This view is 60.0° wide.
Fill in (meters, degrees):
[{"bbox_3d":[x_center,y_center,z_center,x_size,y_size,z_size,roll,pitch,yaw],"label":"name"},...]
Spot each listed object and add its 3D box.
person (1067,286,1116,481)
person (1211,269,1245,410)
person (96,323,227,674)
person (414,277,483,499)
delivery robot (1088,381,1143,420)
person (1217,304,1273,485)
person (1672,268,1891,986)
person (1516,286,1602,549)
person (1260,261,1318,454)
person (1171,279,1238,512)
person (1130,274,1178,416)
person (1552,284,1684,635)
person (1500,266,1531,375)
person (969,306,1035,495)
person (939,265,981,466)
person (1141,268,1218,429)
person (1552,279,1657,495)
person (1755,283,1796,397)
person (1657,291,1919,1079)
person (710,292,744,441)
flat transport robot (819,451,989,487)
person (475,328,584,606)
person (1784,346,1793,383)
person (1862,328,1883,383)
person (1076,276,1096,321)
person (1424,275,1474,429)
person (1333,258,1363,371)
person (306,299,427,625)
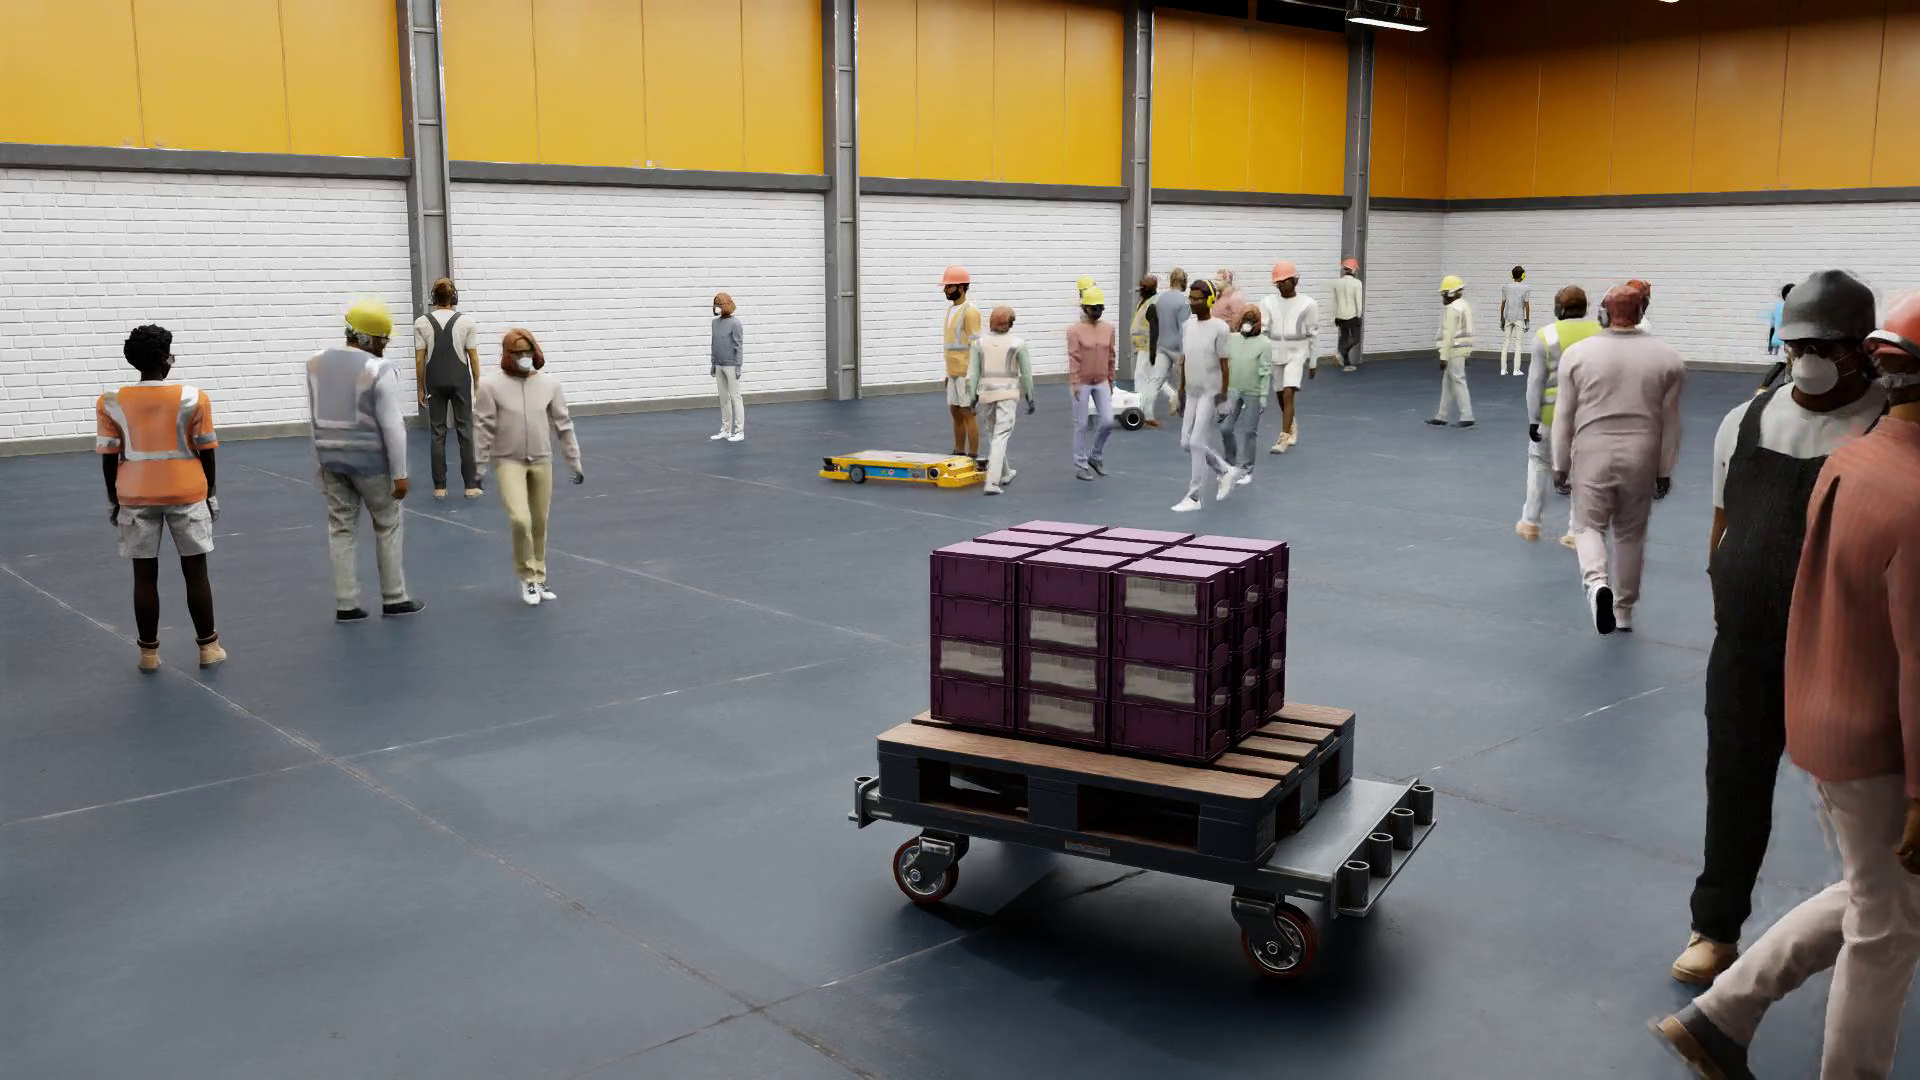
[{"bbox_3d":[1.191,-1.400,14.974,0.522,1.751,0.394,-4,10,-22],"label":"person"},{"bbox_3d":[3.478,-2.603,21.743,1.006,1.860,0.648,-2,10,-10],"label":"person"},{"bbox_3d":[-3.874,-0.196,8.082,0.535,1.699,0.322,-3,10,-17],"label":"person"},{"bbox_3d":[-4.263,-1.258,13.873,0.508,1.844,0.336,-2,10,-9],"label":"person"},{"bbox_3d":[1.771,-1.618,19.481,0.707,0.478,0.477,0,10,0],"label":"delivery robot"},{"bbox_3d":[2.529,-1.272,14.648,0.517,1.604,0.409,7,12,36],"label":"person"},{"bbox_3d":[2.470,0.204,4.746,0.964,2.000,0.688,-9,13,-42],"label":"person"},{"bbox_3d":[4.247,-0.867,11.696,0.642,1.812,0.822,0,10,1],"label":"person"},{"bbox_3d":[3.437,-1.919,17.371,0.599,1.994,1.063,5,11,27],"label":"person"},{"bbox_3d":[1.967,-1.152,13.251,0.649,1.847,0.542,-6,12,-33],"label":"person"},{"bbox_3d":[2.362,-2.330,20.277,0.681,1.805,0.656,0,10,1],"label":"person"},{"bbox_3d":[3.471,-0.404,8.800,0.640,1.884,0.699,2,10,11],"label":"person"},{"bbox_3d":[9.441,-3.724,28.296,0.510,1.858,0.323,7,12,37],"label":"person"},{"bbox_3d":[0.371,-1.207,14.321,0.547,1.588,0.886,5,11,25],"label":"person"},{"bbox_3d":[-0.015,-1.566,15.411,0.379,1.937,0.548,-4,11,-25],"label":"person"},{"bbox_3d":[2.559,-2.239,19.532,1.054,1.878,0.629,-6,11,-31],"label":"person"},{"bbox_3d":[5.491,-1.269,13.986,0.942,1.846,0.587,-3,10,-17],"label":"person"},{"bbox_3d":[11.370,-2.719,22.982,0.893,1.657,0.525,-2,10,-11],"label":"person"},{"bbox_3d":[1.941,0.438,3.579,0.533,1.974,0.637,2,10,12],"label":"person"},{"bbox_3d":[-2.559,-1.894,18.248,0.277,1.628,0.500,-9,13,-44],"label":"person"},{"bbox_3d":[-0.488,-0.650,14.919,1.431,0.197,0.652,5,11,27],"label":"flat transport robot"},{"bbox_3d":[-2.484,-0.417,9.619,0.615,1.605,0.508,-6,12,-33],"label":"person"},{"bbox_3d":[8.240,-1.623,16.025,0.514,1.851,0.531,6,11,30],"label":"person"},{"bbox_3d":[4.674,-0.306,8.757,0.933,1.692,0.491,-8,13,-39],"label":"person"},{"bbox_3d":[1.672,-2.573,21.836,0.334,1.759,0.523,0,10,1],"label":"person"},{"bbox_3d":[5.811,-2.210,19.595,0.523,1.825,0.617,5,11,28],"label":"person"},{"bbox_3d":[6.789,-3.945,29.208,0.564,1.980,0.636,-7,12,-37],"label":"person"},{"bbox_3d":[-3.303,-0.420,9.174,0.613,1.796,0.406,3,10,16],"label":"person"}]
